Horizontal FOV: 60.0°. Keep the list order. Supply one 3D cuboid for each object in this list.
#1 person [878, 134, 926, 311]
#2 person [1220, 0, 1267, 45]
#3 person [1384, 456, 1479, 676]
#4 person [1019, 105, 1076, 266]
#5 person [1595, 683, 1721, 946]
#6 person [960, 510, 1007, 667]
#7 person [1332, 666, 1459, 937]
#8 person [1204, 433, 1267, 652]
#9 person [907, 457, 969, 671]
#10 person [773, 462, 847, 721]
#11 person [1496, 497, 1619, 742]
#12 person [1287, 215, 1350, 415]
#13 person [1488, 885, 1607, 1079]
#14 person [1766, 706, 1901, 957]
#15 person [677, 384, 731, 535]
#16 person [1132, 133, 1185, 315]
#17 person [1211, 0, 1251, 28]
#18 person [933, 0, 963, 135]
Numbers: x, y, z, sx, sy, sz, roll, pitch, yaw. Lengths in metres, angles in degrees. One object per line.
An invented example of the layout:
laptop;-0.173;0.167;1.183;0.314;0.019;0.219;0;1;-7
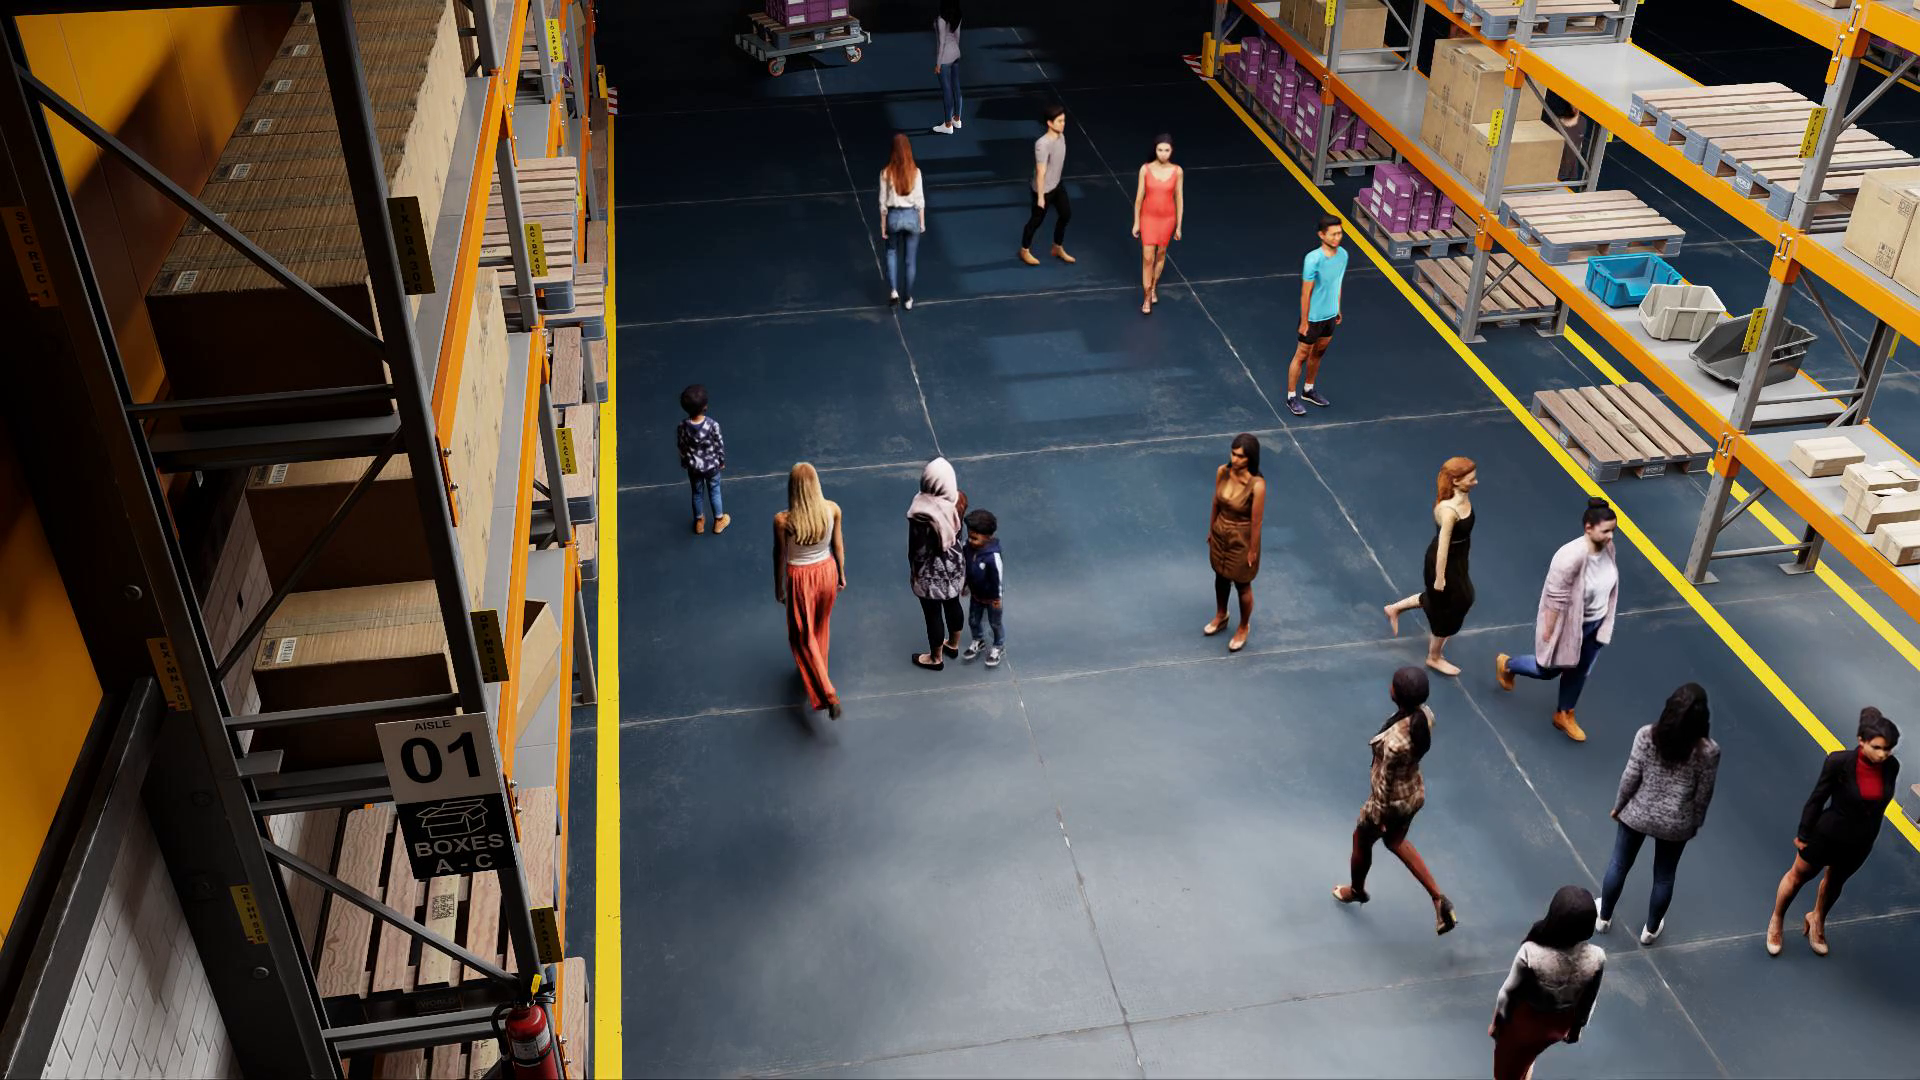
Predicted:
person;-0.540;-2.978;15.775;0.645;1.722;0.684;1;34;1
person;3.868;-7.507;22.729;0.863;1.566;1.090;4;34;6
person;3.203;0.132;11.203;0.933;1.603;0.896;20;39;27
person;0.831;-3.560;16.681;0.926;1.687;0.865;22;39;29
person;3.789;1.489;9.045;0.691;1.732;0.714;15;36;21
person;0.186;0.314;11.281;0.571;1.214;0.653;26;41;33
person;2.439;1.472;9.042;1.066;1.764;0.926;27;42;34
person;1.876;0.007;11.319;0.701;1.683;0.601;-26;42;-33
person;-0.139;0.151;11.143;0.803;1.639;0.753;25;41;33
person;-0.937;0.363;10.704;0.781;1.771;1.174;-12;36;-18
person;3.845;0.460;10.600;0.875;1.724;1.060;-18;38;-25
person;3.044;-1.929;14.149;0.684;1.773;0.653;-21;39;-28
person;2.699;2.344;7.761;0.641;1.728;0.985;-3;34;-4
person;4.717;1.605;8.953;0.609;1.640;0.664;0;34;0
person;-1.962;-0.616;12.647;0.539;1.250;0.542;2;34;3
person;1.889;-3.085;15.950;0.695;1.705;0.856;0;34;0
person;3.841;-7.951;23.264;0.891;1.712;0.884;13;36;18
person;-0.124;-5.774;19.968;0.741;1.736;0.668;19;38;26
